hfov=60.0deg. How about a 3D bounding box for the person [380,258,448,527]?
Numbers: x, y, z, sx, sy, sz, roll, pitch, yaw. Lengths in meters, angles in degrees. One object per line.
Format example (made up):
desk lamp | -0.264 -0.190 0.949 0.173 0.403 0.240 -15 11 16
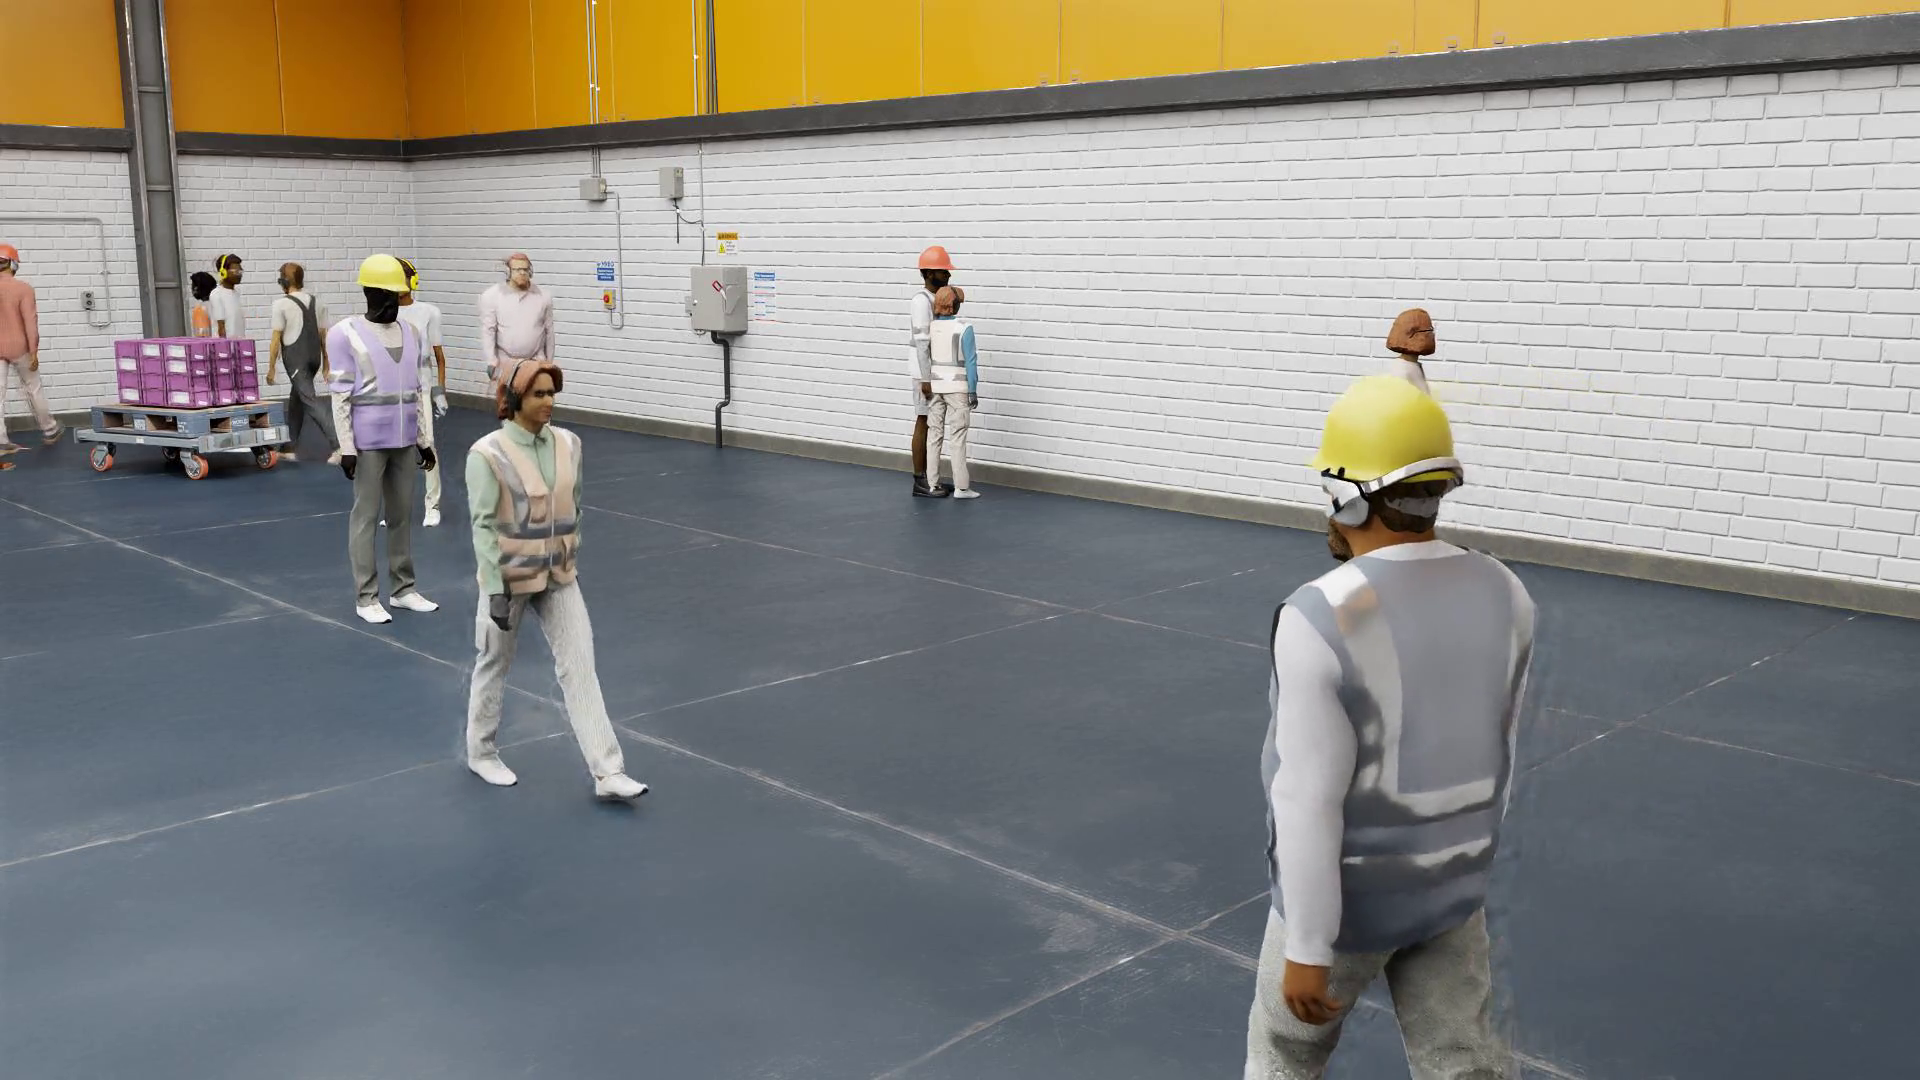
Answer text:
person | -3.828 -1.017 11.559 0.528 1.869 0.313 0 10 1

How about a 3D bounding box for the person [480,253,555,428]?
person | -3.821 -1.548 14.491 0.648 1.858 0.988 -4 11 -22

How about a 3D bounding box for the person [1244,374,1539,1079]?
person | 0.793 0.602 2.975 0.600 1.788 0.939 -6 12 -28

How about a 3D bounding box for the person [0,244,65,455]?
person | -8.896 -1.801 15.651 0.618 1.930 1.025 -1 10 -4

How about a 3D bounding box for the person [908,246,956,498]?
person | -0.208 -1.302 12.920 0.371 1.939 0.543 2 11 12

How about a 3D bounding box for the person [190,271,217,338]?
person | -7.209 -1.749 16.053 0.498 1.677 0.619 2 11 9

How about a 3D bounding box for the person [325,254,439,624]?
person | -3.027 -0.536 8.780 0.376 1.926 0.585 6 12 30

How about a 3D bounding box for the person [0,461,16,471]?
person | -8.517 -1.465 13.943 0.652 1.897 0.853 9 14 42

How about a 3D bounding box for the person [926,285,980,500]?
person | -0.085 -1.127 12.778 0.514 1.642 0.310 7 12 33

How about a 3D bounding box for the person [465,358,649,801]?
person | -1.516 0.149 5.940 0.856 1.586 0.537 8 13 36

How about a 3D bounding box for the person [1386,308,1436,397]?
person | 2.408 -0.425 8.962 0.272 1.636 0.507 4 11 23

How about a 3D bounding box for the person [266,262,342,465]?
person | -5.781 -1.555 14.708 0.992 1.798 0.527 5 12 25

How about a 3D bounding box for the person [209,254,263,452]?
person | -6.772 -1.723 15.491 0.412 1.846 0.527 1 10 4
